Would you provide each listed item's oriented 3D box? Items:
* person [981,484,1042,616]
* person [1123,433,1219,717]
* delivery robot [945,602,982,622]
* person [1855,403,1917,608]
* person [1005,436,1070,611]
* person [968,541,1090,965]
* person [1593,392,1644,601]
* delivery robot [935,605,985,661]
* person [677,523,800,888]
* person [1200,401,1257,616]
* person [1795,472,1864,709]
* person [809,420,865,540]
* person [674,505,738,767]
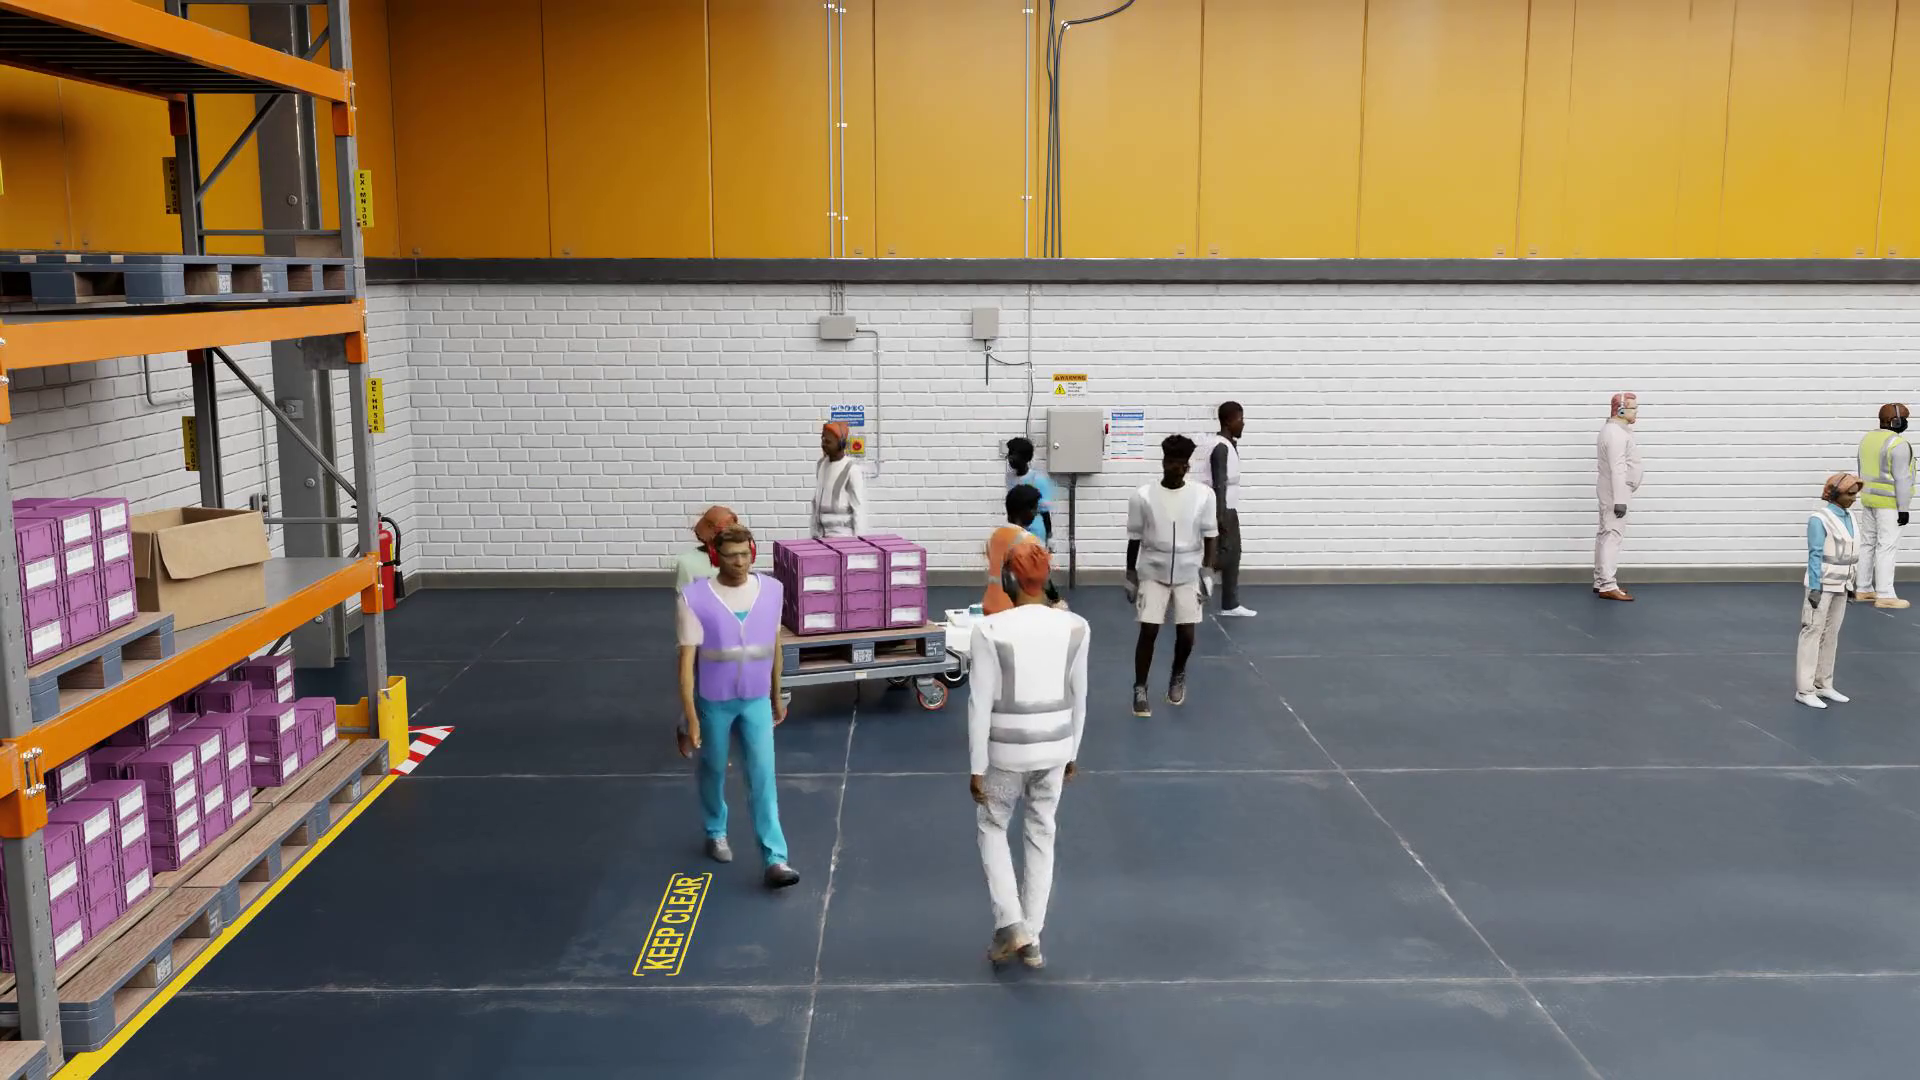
[{"bbox_3d":[0.358,0.477,10.634,0.513,1.659,0.547,-7,11,-35],"label":"person"},{"bbox_3d":[1.422,0.232,11.292,0.630,1.938,0.525,0,9,2],"label":"person"},{"bbox_3d":[0.242,0.648,12.710,0.707,0.478,0.477,-1,9,-8],"label":"delivery robot"},{"bbox_3d":[8.340,-0.316,14.971,0.429,1.844,0.627,-1,9,-5],"label":"person"},{"bbox_3d":[0.659,-0.059,13.980,0.703,1.655,0.544,-5,11,-30],"label":"person"},{"bbox_3d":[0.290,0.934,7.249,0.589,1.866,0.395,-3,10,-18],"label":"person"},{"bbox_3d":[6.066,-0.406,15.323,0.407,1.908,0.641,2,10,14],"label":"person"},{"bbox_3d":[0.122,0.720,12.267,0.707,0.478,0.477,-2,9,-15],"label":"delivery robot"},{"bbox_3d":[-1.109,0.808,8.230,0.587,1.787,0.972,-5,10,-26],"label":"person"},{"bbox_3d":[2.241,-0.268,14.480,0.644,1.901,0.597,3,10,16],"label":"person"},{"bbox_3d":[6.050,0.340,11.568,0.514,1.640,0.310,-6,11,-34],"label":"person"},{"bbox_3d":[-0.922,-0.042,13.270,0.824,1.855,0.578,-6,11,-32],"label":"person"},{"bbox_3d":[-1.506,0.584,10.117,0.371,1.616,0.495,9,13,44],"label":"person"}]
